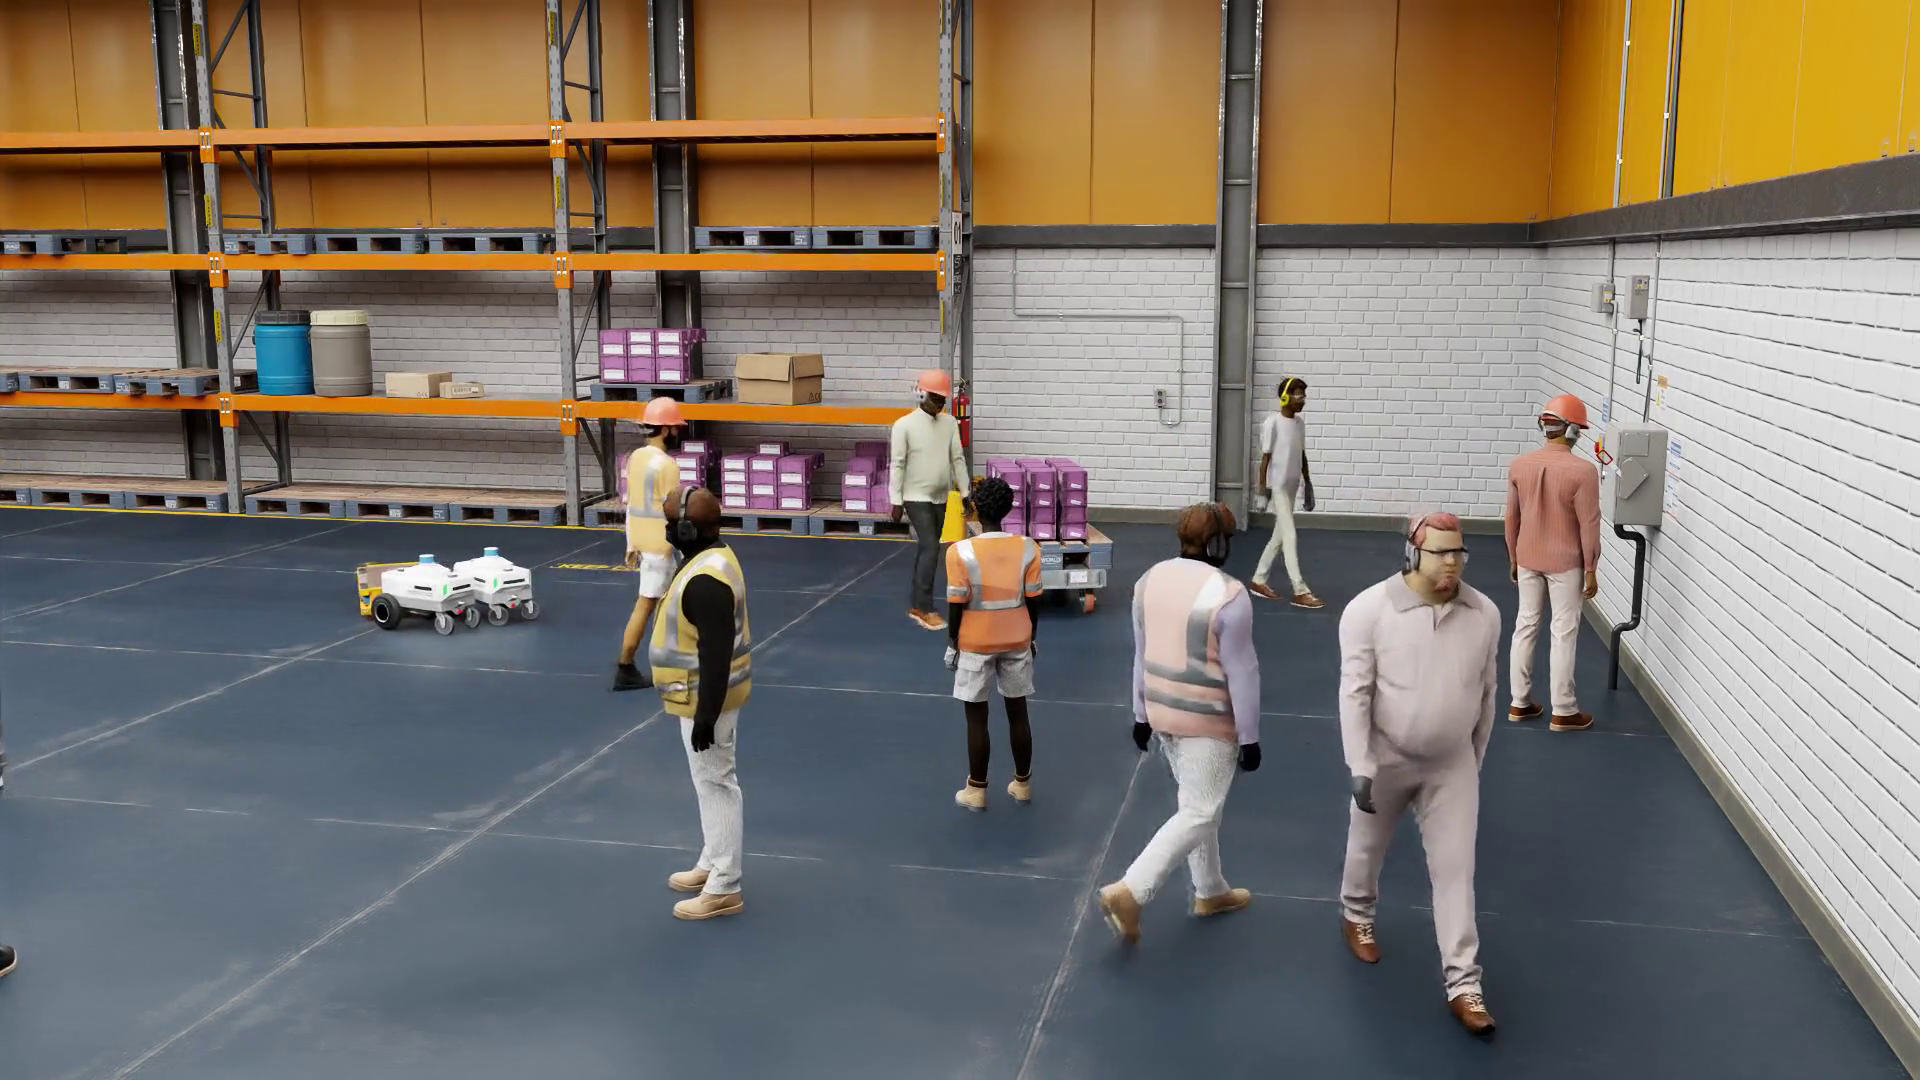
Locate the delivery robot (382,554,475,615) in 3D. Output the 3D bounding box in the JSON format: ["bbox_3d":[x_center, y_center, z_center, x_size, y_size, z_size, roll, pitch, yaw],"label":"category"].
[{"bbox_3d":[-4.007,0.352,12.530,0.707,0.478,0.477,5,11,28],"label":"delivery robot"}]

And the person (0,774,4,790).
[{"bbox_3d":[-5.189,0.405,8.452,0.385,1.922,0.594,0,10,-1],"label":"person"}]

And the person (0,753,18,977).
[{"bbox_3d":[-3.933,0.757,6.247,0.608,1.963,0.370,-3,10,-19],"label":"person"}]

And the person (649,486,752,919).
[{"bbox_3d":[-1.099,0.681,7.071,0.430,1.840,0.625,-2,10,-9],"label":"person"}]

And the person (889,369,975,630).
[{"bbox_3d":[-0.181,-0.304,12.571,0.735,1.955,0.607,9,13,44],"label":"person"}]

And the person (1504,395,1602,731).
[{"bbox_3d":[3.527,0.134,9.878,0.392,1.986,0.610,-7,12,-36],"label":"person"}]

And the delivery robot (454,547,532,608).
[{"bbox_3d":[-3.609,0.301,12.840,0.477,0.478,0.707,-9,13,-42],"label":"delivery robot"}]

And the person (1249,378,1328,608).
[{"bbox_3d":[2.671,-0.390,13.453,0.813,1.832,0.548,9,13,43],"label":"person"}]

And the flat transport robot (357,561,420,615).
[{"bbox_3d":[-4.553,0.369,13.553,0.652,0.197,1.431,-4,10,-20],"label":"flat transport robot"}]

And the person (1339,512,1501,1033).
[{"bbox_3d":[1.719,0.808,6.273,0.634,1.864,1.010,0,10,-3],"label":"person"}]

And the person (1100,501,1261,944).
[{"bbox_3d":[0.909,0.749,6.799,0.826,1.807,0.648,-6,11,-33],"label":"person"}]

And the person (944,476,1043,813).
[{"bbox_3d":[0.164,0.526,8.408,0.540,1.695,0.317,-4,10,-23],"label":"person"}]

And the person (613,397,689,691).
[{"bbox_3d":[-1.887,0.014,10.875,0.987,1.883,0.570,-6,11,-32],"label":"person"}]
